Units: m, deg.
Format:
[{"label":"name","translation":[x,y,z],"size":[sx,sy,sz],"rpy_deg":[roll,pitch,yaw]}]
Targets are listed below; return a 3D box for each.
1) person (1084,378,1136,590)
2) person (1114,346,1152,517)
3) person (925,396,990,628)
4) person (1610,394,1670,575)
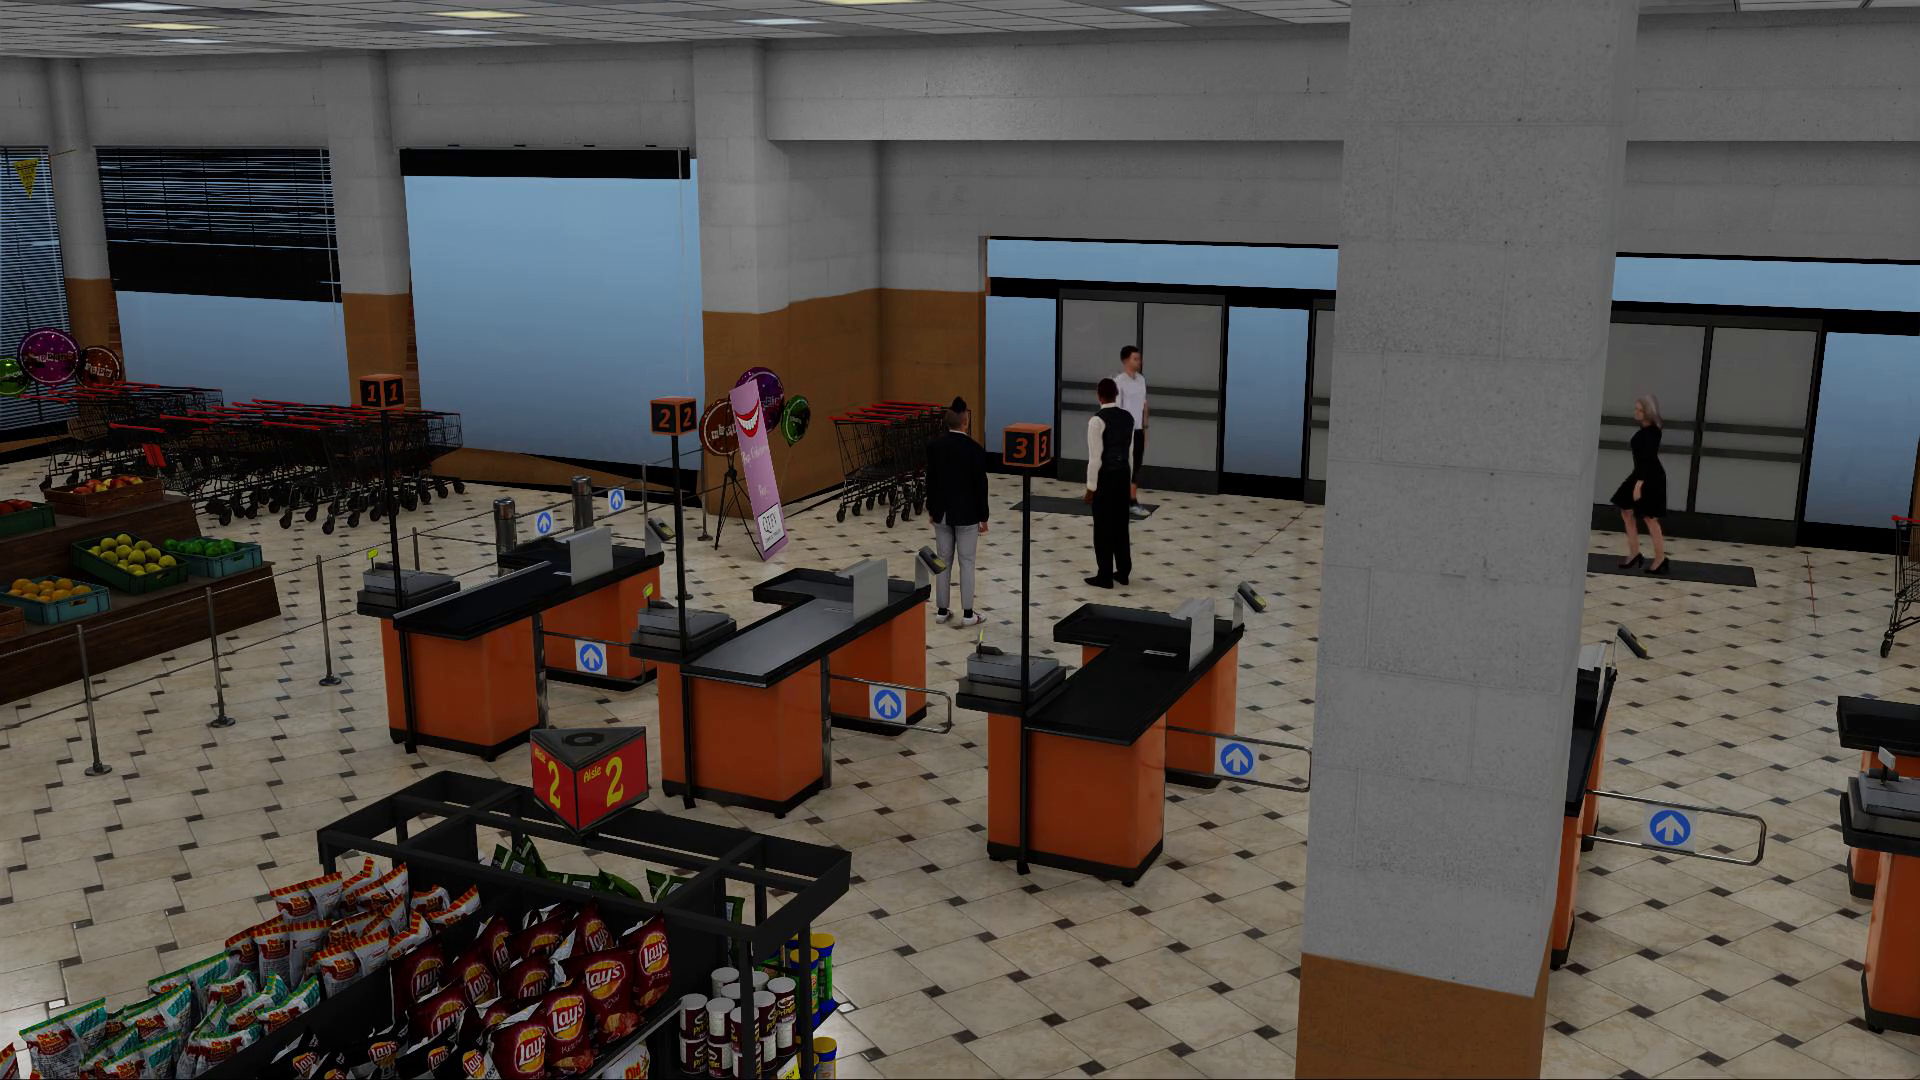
[{"label":"person","translation":[1.370,-0.524,15.194],"size":[0.712,1.917,0.839],"rpy_deg":[-10,17,-34]},{"label":"person","translation":[1.794,-1.199,18.161],"size":[1.077,1.830,0.960],"rpy_deg":[-13,19,-43]},{"label":"person","translation":[-0.035,-0.252,14.003],"size":[0.698,1.950,0.554],"rpy_deg":[6,15,24]},{"label":"person","translation":[6.469,-0.500,15.520],"size":[0.784,1.717,0.813],"rpy_deg":[4,14,16]}]
